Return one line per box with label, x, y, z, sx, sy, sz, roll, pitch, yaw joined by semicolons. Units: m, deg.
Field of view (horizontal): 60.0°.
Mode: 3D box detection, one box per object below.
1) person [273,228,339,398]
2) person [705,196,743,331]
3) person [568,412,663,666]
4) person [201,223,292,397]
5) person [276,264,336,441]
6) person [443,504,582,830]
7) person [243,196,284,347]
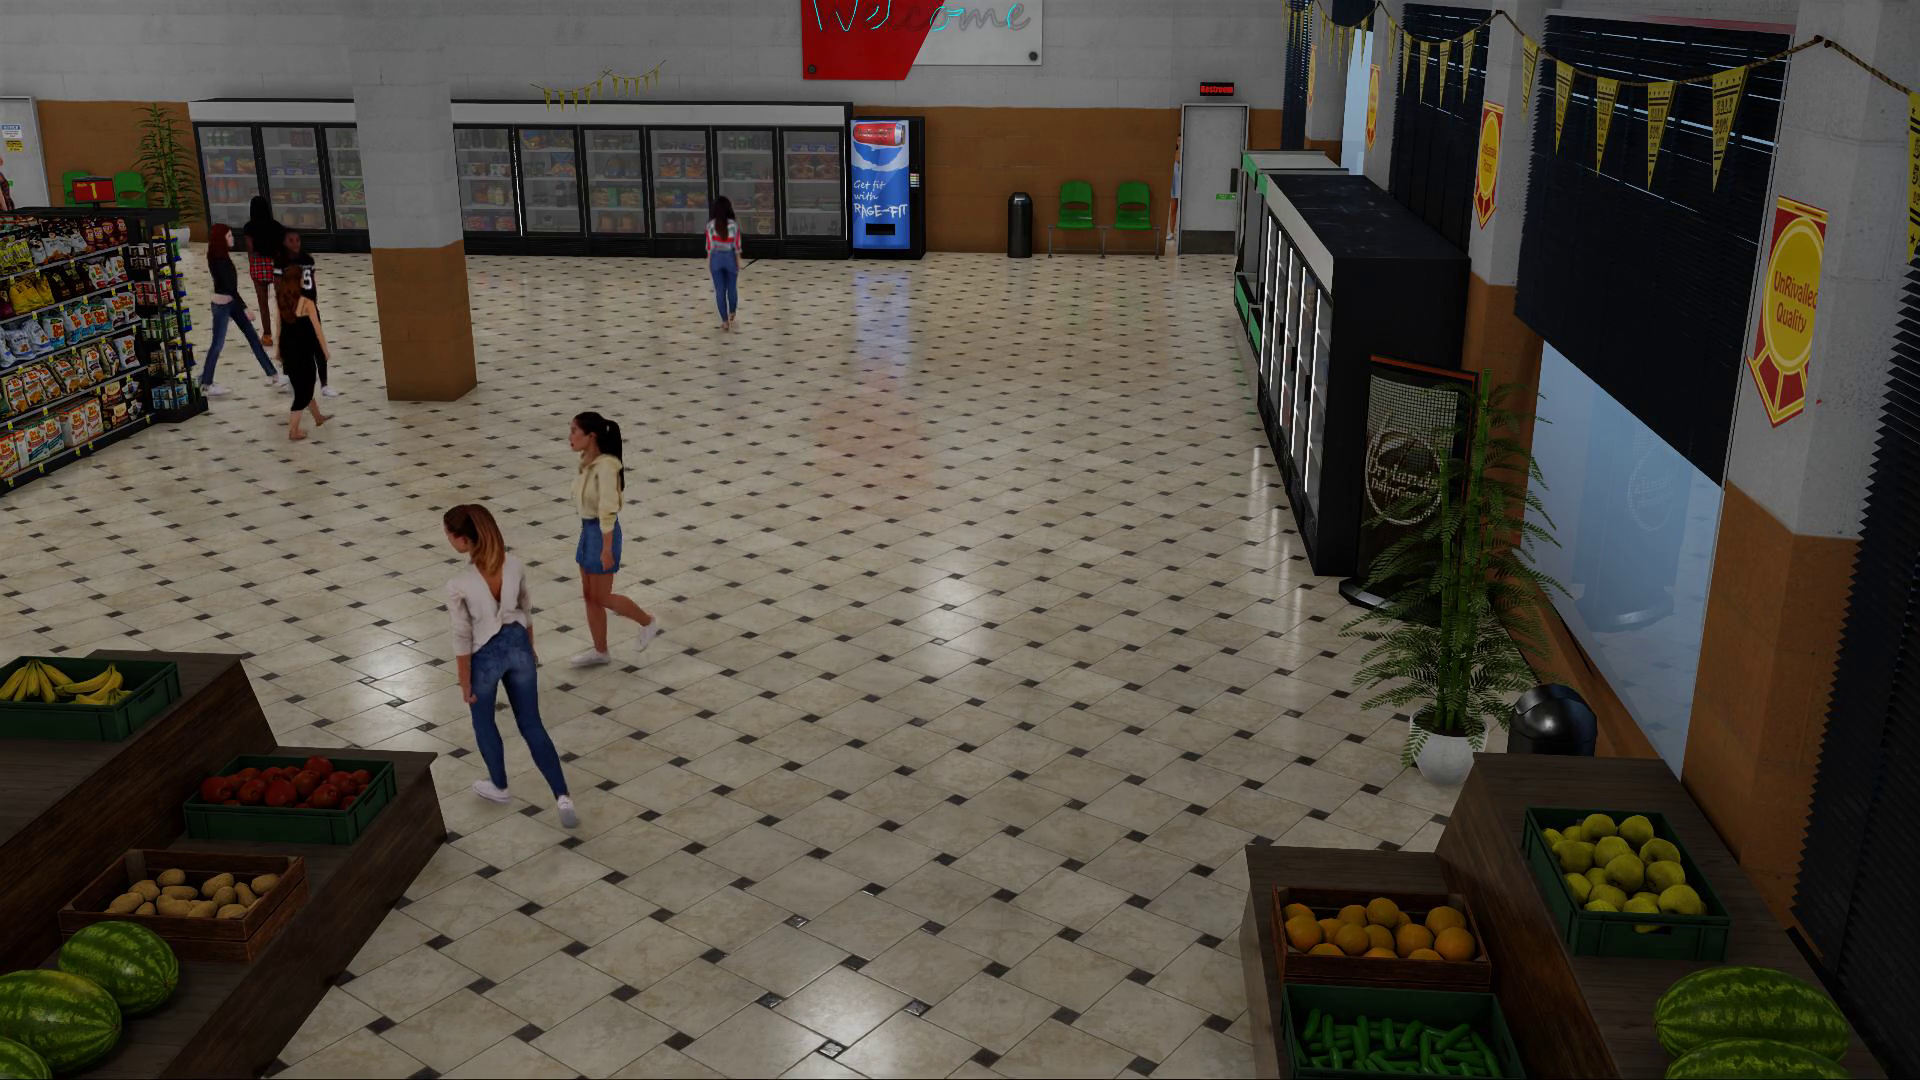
person;-6.802;-2.307;17.002;1.159;1.682;1.180;17;25;42
person;-2.875;-3.338;20.232;0.748;1.570;1.081;-2;19;-7
person;-2.151;-0.001;10.251;0.932;1.624;0.897;-10;21;-28
person;-7.514;-2.278;16.830;0.885;1.737;1.169;-4;19;-11
person;-6.160;-1.704;15.345;0.729;1.597;0.979;6;19;17
person;-2.222;0.656;8.199;1.124;1.690;1.169;-14;23;-35
person;-8.078;-3.152;19.433;0.719;1.729;0.773;-14;23;-35
